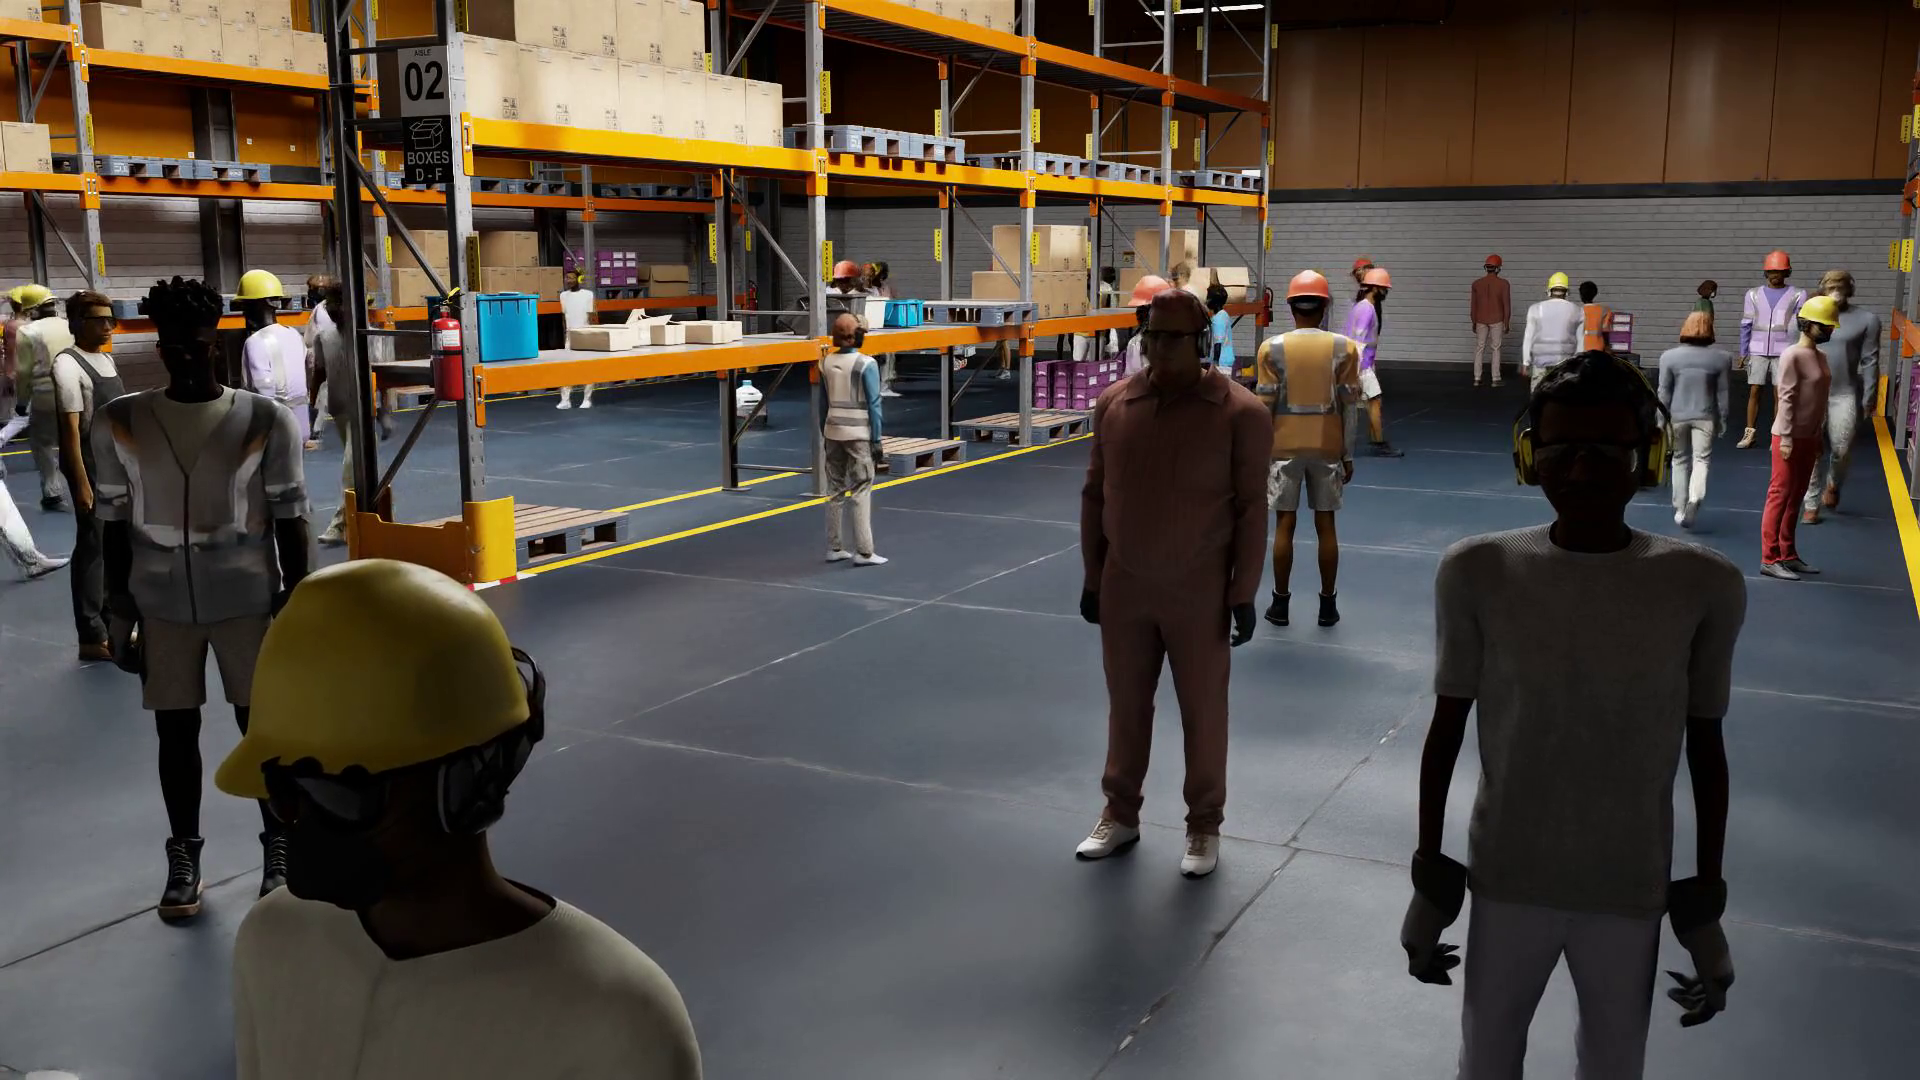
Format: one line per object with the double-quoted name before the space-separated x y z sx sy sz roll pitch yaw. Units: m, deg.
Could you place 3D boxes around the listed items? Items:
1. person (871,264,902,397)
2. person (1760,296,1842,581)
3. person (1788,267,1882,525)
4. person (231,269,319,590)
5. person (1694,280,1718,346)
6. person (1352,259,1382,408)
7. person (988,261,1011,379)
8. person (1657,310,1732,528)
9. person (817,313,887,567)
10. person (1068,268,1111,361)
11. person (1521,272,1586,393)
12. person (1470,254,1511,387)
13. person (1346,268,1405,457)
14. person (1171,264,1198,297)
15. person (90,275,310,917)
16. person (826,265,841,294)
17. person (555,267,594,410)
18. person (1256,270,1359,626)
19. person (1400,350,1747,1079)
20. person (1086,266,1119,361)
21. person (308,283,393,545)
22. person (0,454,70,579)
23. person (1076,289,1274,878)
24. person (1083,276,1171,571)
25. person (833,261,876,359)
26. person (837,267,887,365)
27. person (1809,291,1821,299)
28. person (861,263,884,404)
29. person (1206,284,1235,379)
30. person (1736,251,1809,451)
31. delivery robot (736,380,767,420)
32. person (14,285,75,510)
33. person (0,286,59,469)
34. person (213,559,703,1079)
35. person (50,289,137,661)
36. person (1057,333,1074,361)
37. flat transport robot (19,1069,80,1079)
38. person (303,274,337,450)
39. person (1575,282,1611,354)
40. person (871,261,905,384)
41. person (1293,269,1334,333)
"person" -1.117 -2.913 23.251 0.682 1.874 0.369 -7 12 -37
"person" 5.254 -0.634 10.368 0.522 1.760 0.330 -8 13 -40
"person" 6.559 -1.092 12.549 0.633 1.920 0.680 5 11 29
"person" -3.978 -0.594 9.643 0.384 1.925 0.593 0 10 1
"person" 10.777 -2.946 24.111 0.281 1.633 0.499 9 13 41
"person" 5.350 -2.695 21.801 0.406 1.954 0.667 -1 10 -3
"person" 0.637 -3.557 26.770 0.373 1.933 0.550 -2 10 -13
"person" 5.380 -0.878 12.225 0.498 1.608 0.702 5 11 25
"person" -0.706 -0.647 10.786 0.522 1.636 0.310 8 12 38
"person" 1.776 -2.840 22.923 0.620 1.836 0.429 -1 10 -3
"person" 6.226 -1.887 17.439 0.625 1.816 0.512 3 10 19
"person" 8.058 -3.325 25.258 0.612 1.995 0.377 8 12 37
"person" 3.905 -1.749 16.494 0.982 1.887 0.540 1 10 5
"person" 2.498 -2.106 18.502 0.372 1.901 0.726 1 10 7
"person" -2.293 0.181 5.082 0.599 1.958 0.377 -2 10 -11
"person" -1.730 -3.004 23.802 0.586 1.862 0.780 4 11 23
"person" -4.962 -2.589 21.456 0.516 1.842 0.804 2 10 11
"person" 1.870 -0.488 9.028 0.542 1.928 0.374 1 10 7
"person" 1.029 0.614 2.819 0.539 1.869 0.313 3 10 17
"person" 2.454 -3.702 27.992 0.865 1.811 0.640 2 10 11
"person" -4.337 -0.903 11.765 0.547 1.817 0.998 2 10 11
"person" -5.835 -0.499 10.031 0.808 1.602 0.542 -7 12 -33
"person" 0.675 0.141 5.446 0.639 1.909 0.407 5 11 28
"person" 1.169 -0.678 10.267 1.009 1.880 0.563 -6 12 -32
"person" -1.222 -2.049 18.039 0.644 1.942 1.045 7 12 34
"person" -1.170 -2.207 19.151 0.668 1.871 0.785 -2 10 -10
"person" 9.140 -1.856 17.827 0.520 1.624 0.529 3 10 18
"person" -1.244 -2.736 22.168 0.578 1.882 0.346 -8 13 -39
"person" 2.767 -1.873 17.752 0.323 1.691 0.536 2 10 13
"person" 8.295 -1.925 17.016 0.616 2.039 0.386 7 12 37
"delivery robot" -2.443 -1.592 19.118 0.477 0.478 0.707 -3 10 -16
"person" -7.022 -1.080 12.931 0.736 1.774 0.609 6 11 31
"person" -8.644 -1.459 15.233 0.526 1.731 0.815 8 13 40
"person" -0.474 0.885 1.546 0.533 1.767 0.324 4 11 24
"person" -4.304 -0.324 8.321 0.331 1.842 0.520 -1 10 -5
"person" 1.891 -3.962 29.108 0.550 1.935 0.376 3 10 18
"flat transport robot" -2.606 1.324 3.329 1.431 0.197 0.652 -1 10 -5
"person" -6.451 -1.804 16.982 0.826 1.817 0.642 -3 10 -14
"person" 7.593 -2.306 20.273 0.545 1.657 0.848 0 10 2
"person" -1.288 -3.320 25.509 0.920 1.908 0.630 -9 13 -43
"person" 5.178 -3.036 24.182 0.597 1.798 0.871 -5 11 -26
